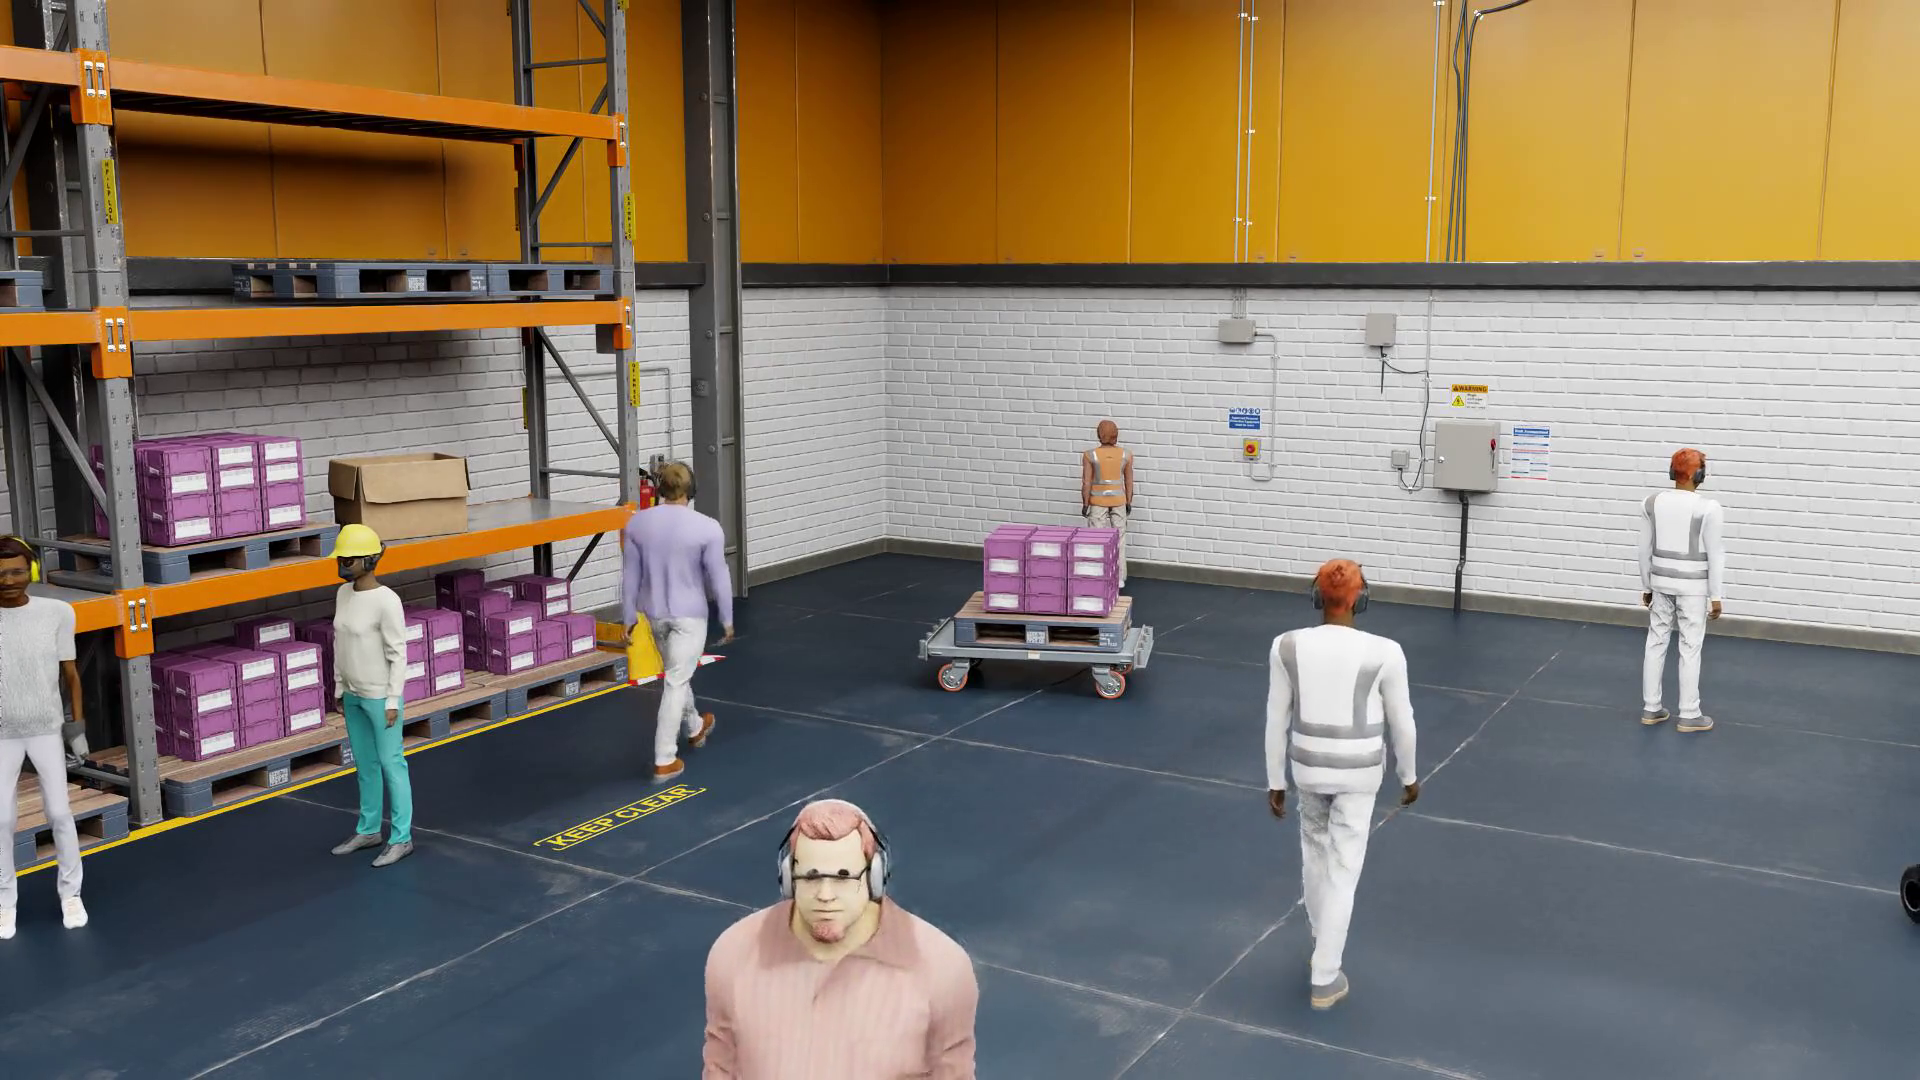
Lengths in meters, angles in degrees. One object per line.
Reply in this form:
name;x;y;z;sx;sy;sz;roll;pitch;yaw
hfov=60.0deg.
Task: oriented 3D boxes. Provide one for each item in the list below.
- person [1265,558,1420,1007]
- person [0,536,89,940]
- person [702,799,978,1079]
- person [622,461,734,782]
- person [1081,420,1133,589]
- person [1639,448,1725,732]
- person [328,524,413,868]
person;1.648;0.985;7.085;0.585;1.851;0.831;6;11;32
person;-4.287;0.895;7.617;0.505;1.860;0.320;-5;10;-26
person;-0.269;1.481;3.825;0.641;1.898;0.584;1;9;9
person;-1.669;0.457;10.200;0.657;1.895;0.986;3;10;19
person;1.412;-0.329;15.925;0.514;1.641;0.307;-2;9;-11
person;4.793;0.329;11.059;0.355;1.884;0.575;-7;12;-38
person;-3.042;0.791;8.539;0.523;1.769;0.317;7;11;36
